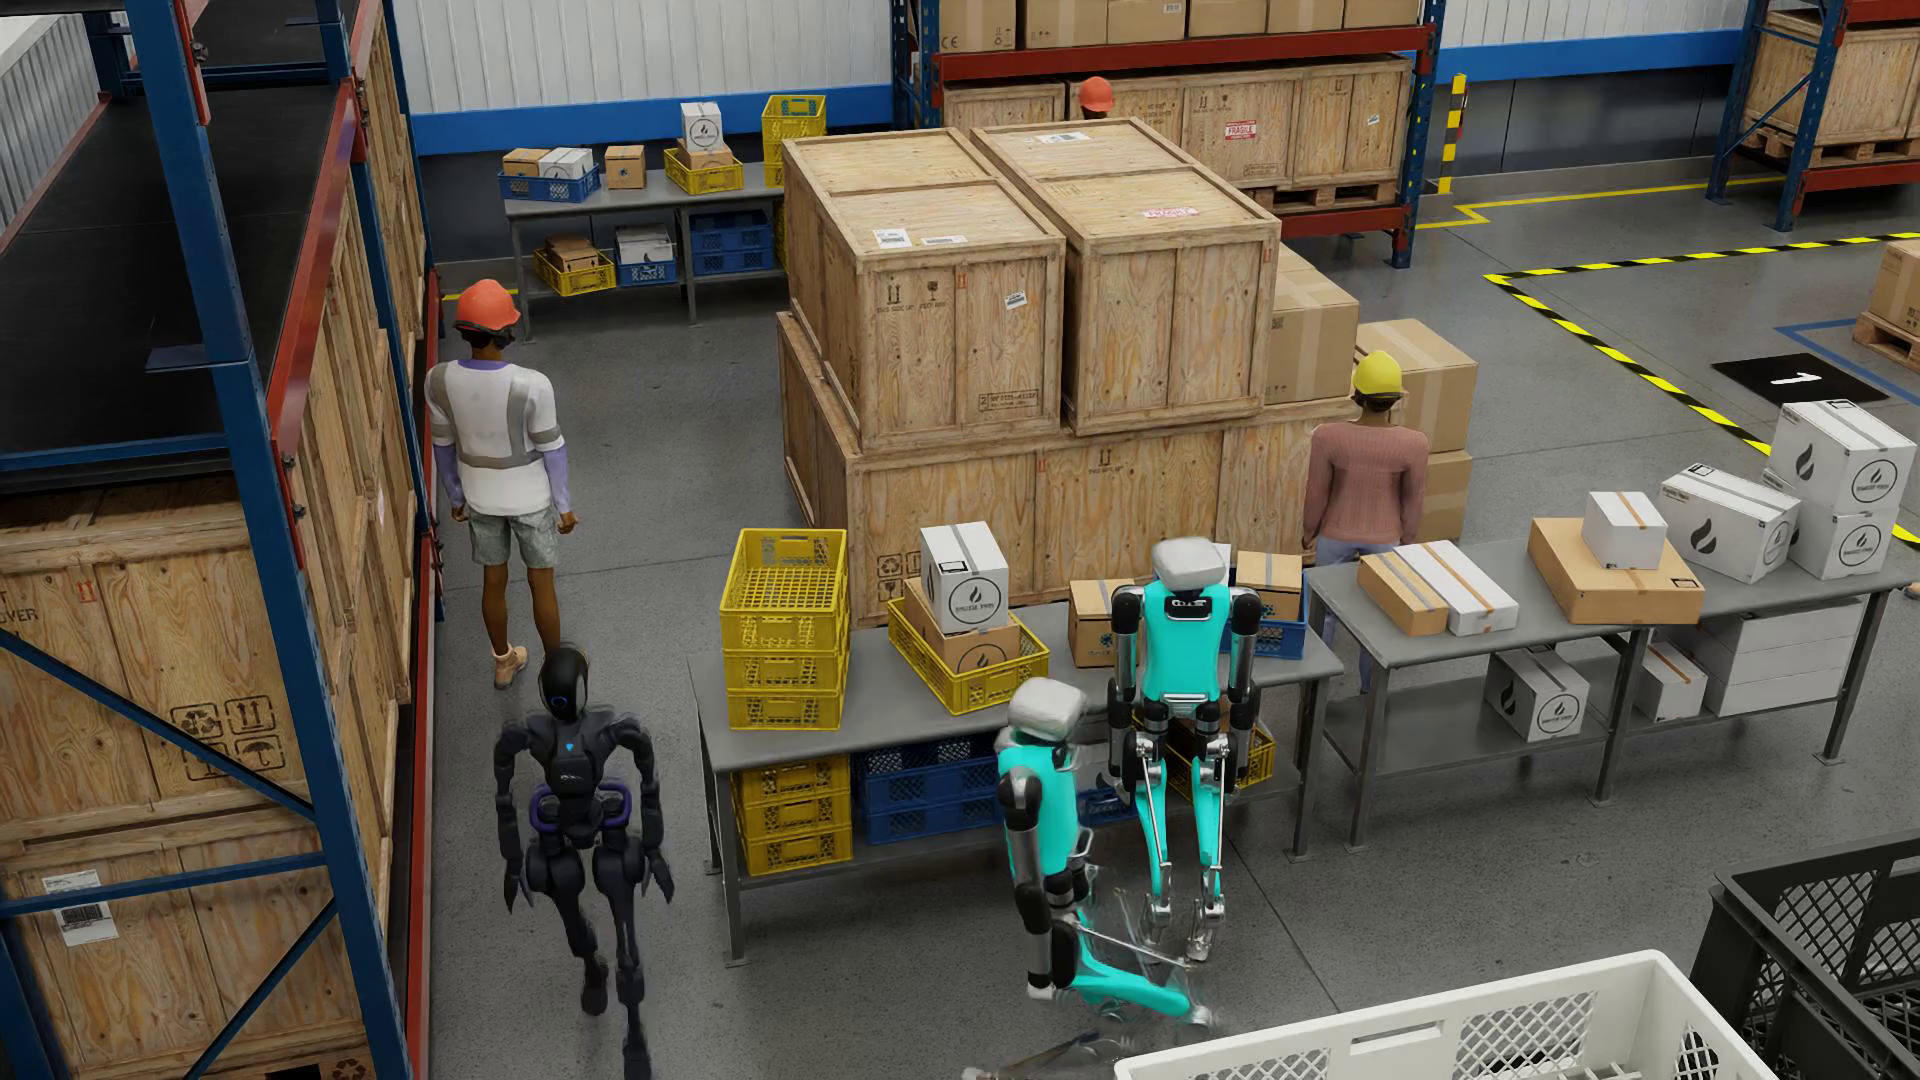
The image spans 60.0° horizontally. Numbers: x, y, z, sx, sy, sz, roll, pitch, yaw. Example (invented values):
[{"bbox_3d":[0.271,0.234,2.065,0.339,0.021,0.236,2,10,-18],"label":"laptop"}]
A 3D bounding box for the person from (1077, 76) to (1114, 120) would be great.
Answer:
[{"bbox_3d":[0.894,-2.233,11.464,0.555,1.924,0.417,-5,29,-9],"label":"person"}]

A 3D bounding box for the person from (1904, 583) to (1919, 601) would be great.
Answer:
[{"bbox_3d":[5.180,-0.488,8.177,0.386,2.034,0.604,0,29,0],"label":"person"}]

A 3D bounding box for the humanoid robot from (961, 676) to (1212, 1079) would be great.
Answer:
[{"bbox_3d":[0.519,1.262,5.336,1.043,1.753,0.561,7,30,12],"label":"humanoid robot"}]

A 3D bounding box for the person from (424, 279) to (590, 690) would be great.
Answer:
[{"bbox_3d":[-2.076,-0.220,7.679,0.614,2.041,0.373,5,29,8],"label":"person"}]

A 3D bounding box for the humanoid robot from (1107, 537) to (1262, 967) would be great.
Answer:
[{"bbox_3d":[0.788,0.863,5.891,0.533,1.675,0.735,1,29,2],"label":"humanoid robot"}]

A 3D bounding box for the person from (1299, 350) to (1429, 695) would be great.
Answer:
[{"bbox_3d":[1.827,-0.031,7.615,0.532,1.772,0.294,5,29,9],"label":"person"}]

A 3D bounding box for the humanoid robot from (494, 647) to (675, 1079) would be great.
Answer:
[{"bbox_3d":[-1.290,1.095,5.692,0.590,1.628,0.738,-5,29,-9],"label":"humanoid robot"}]
